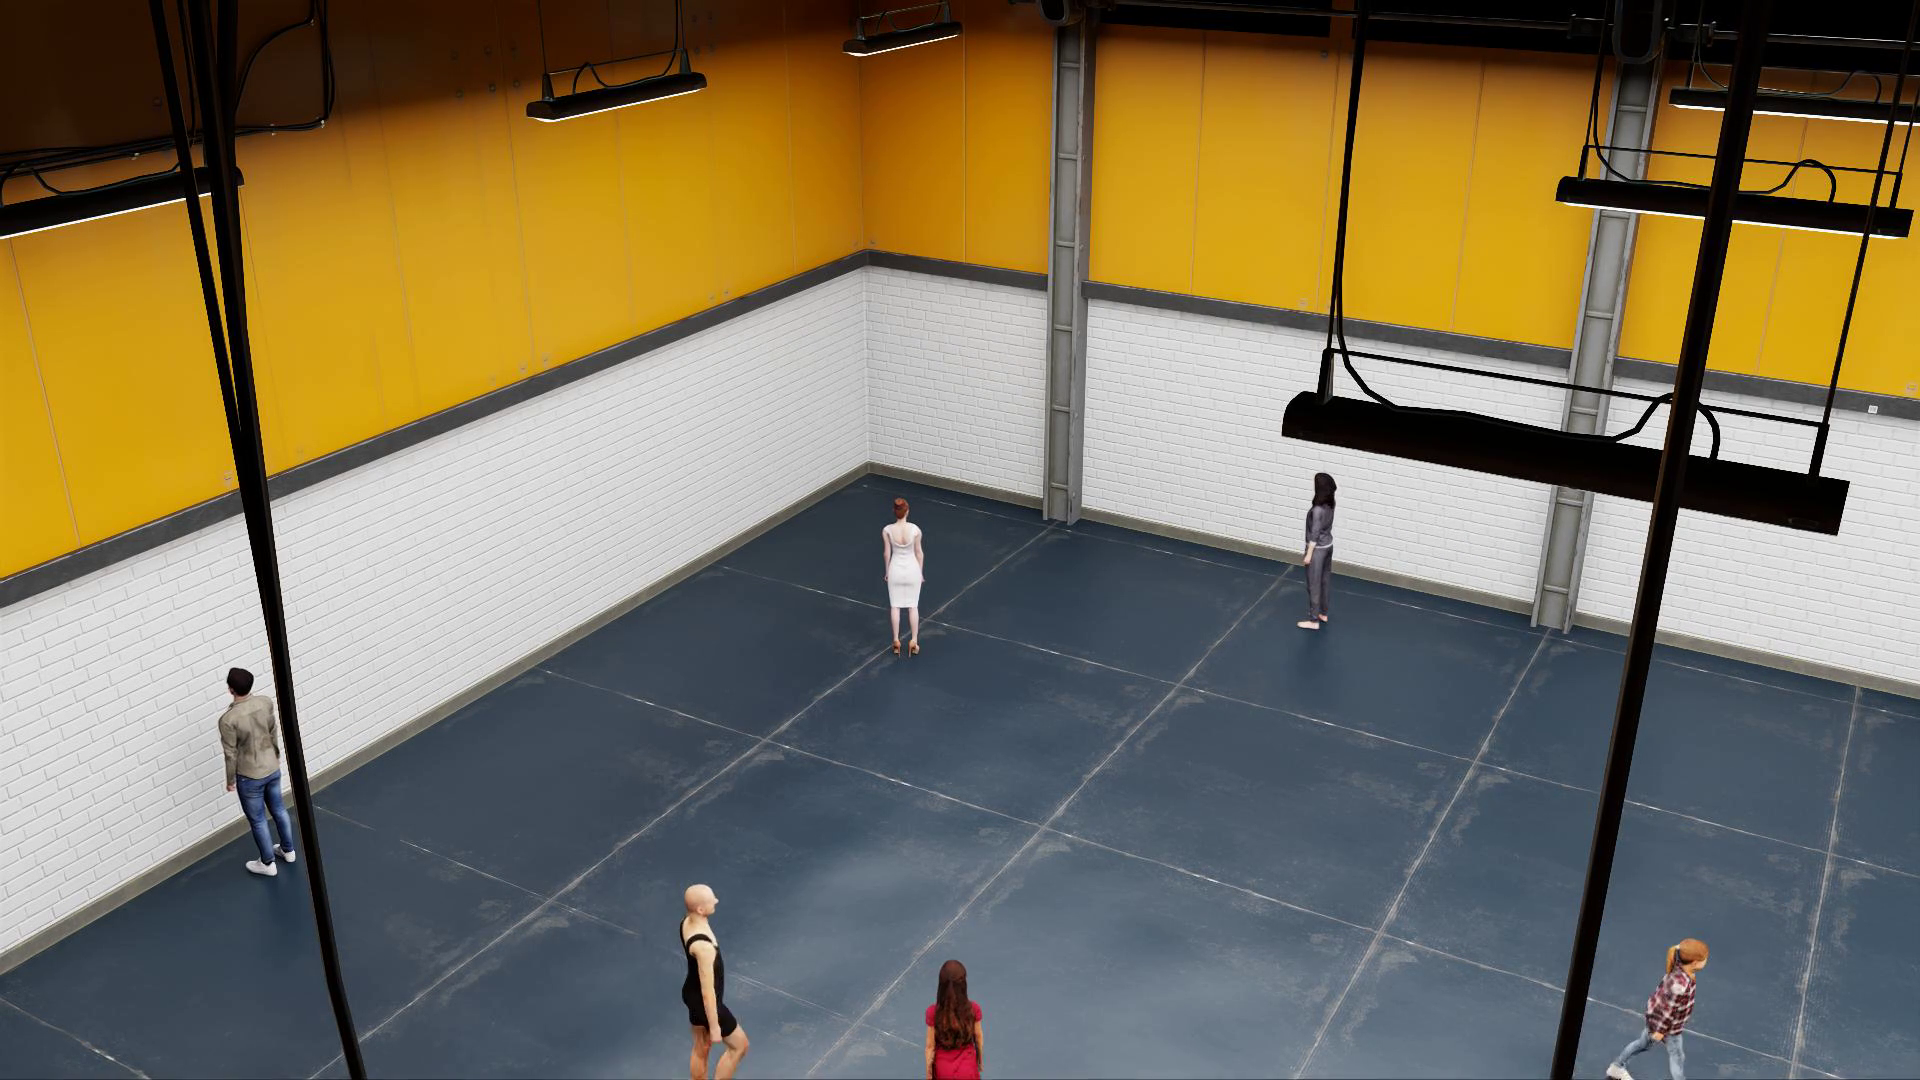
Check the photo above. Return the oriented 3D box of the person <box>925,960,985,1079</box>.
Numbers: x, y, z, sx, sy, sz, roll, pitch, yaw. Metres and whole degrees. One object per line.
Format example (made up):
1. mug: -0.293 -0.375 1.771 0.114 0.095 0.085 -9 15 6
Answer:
1. person: -0.026 3.413 10.604 1.005 1.528 0.974 -3 24 -6

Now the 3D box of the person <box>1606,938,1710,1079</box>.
1. person: 4.725 3.241 11.312 0.930 1.277 0.646 10 26 22

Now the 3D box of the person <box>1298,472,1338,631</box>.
1. person: 3.861 0.109 17.870 0.559 1.764 0.629 18 29 35

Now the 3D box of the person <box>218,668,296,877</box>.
1. person: -5.775 1.894 13.658 0.578 1.866 0.713 11 26 24

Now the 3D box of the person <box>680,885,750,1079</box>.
1. person: -1.768 3.082 11.011 0.843 1.809 0.745 -11 26 -23

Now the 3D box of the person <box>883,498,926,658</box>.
1. person: -0.588 0.379 17.215 0.550 1.792 0.690 2 24 5
